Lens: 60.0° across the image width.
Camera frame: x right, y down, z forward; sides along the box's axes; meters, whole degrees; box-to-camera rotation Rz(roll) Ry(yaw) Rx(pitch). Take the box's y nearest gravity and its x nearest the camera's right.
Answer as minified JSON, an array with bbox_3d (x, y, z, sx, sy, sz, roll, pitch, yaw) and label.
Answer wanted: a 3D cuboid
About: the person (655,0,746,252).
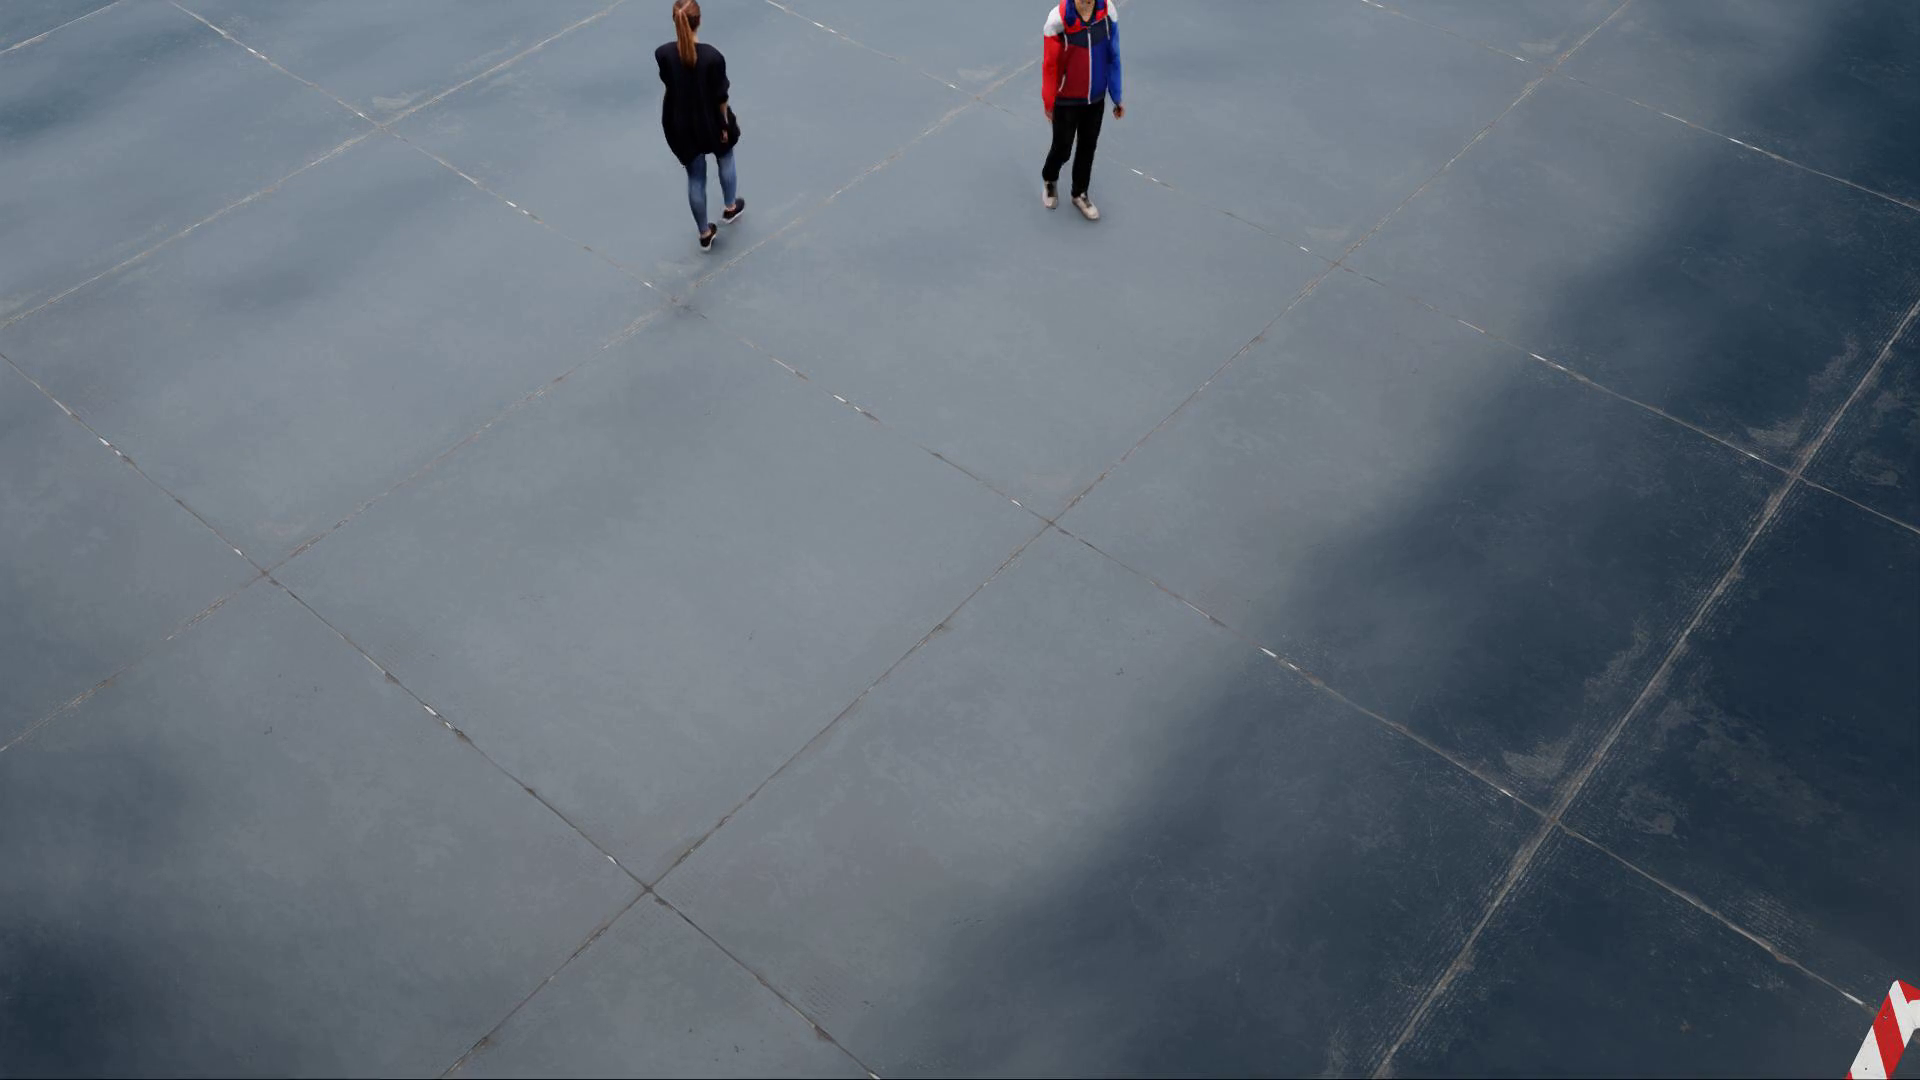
[{"bbox_3d":[-1.637,-2.504,10.244,0.817,1.668,0.861,4,47,4],"label":"person"}]

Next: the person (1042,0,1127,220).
[{"bbox_3d":[0.729,-2.881,10.536,0.769,1.751,0.795,-18,50,-16],"label":"person"}]
